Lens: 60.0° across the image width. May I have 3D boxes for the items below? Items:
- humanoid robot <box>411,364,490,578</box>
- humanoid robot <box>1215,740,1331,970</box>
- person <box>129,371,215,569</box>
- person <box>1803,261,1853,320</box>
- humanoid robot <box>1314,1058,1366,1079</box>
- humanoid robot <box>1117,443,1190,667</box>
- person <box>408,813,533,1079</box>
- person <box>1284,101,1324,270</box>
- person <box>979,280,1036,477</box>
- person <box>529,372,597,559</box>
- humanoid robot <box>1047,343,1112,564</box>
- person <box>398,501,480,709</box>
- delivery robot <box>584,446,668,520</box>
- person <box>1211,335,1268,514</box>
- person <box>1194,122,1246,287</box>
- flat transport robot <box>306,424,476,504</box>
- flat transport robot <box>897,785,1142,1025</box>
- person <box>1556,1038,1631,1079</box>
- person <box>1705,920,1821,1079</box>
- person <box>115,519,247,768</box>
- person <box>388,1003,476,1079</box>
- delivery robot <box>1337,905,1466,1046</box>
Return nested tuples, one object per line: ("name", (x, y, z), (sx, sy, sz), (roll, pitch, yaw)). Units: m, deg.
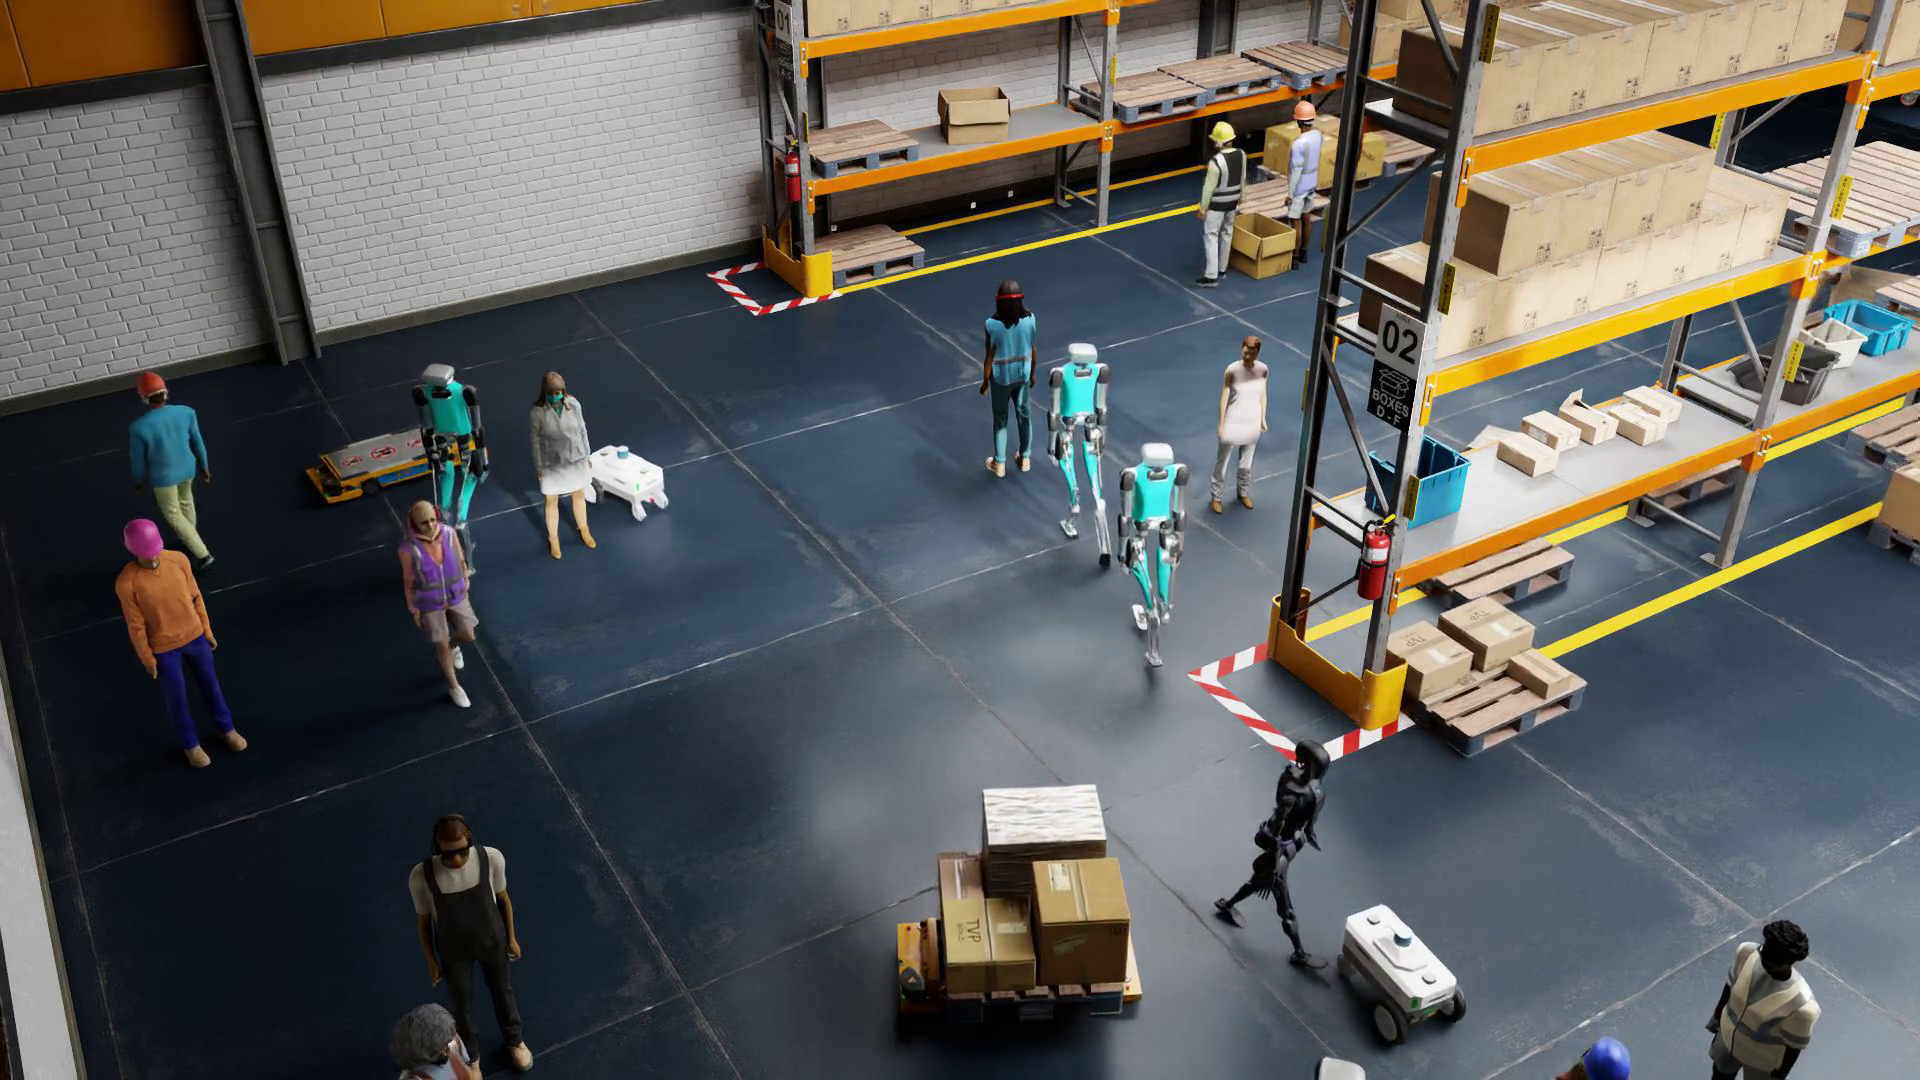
("humanoid robot", (-4.159, -0.501, 13.522), (0.550, 1.779, 0.858), (2, 32, 3))
("humanoid robot", (1.926, 1.812, 9.922), (0.820, 1.629, 0.594), (21, 38, 30))
("person", (-6.461, -0.579, 13.627), (0.724, 1.725, 0.569), (20, 37, 29))
("person", (9.170, -2.897, 17.361), (0.829, 1.684, 0.572), (-7, 33, -10))
("humanoid robot", (1.352, 3.083, 7.812), (1.056, 1.714, 0.533), (2, 32, 3))
("humanoid robot", (1.486, 0.188, 12.430), (0.537, 1.754, 1.033), (-6, 33, -10))
("person", (-2.655, 2.219, 9.062), (0.507, 1.846, 0.345), (-15, 35, -23))
("person", (3.864, -4.035, 18.954), (0.372, 1.934, 0.545), (24, 39, 33))
("person", (0.439, -1.435, 14.871), (0.529, 1.866, 0.397), (-10, 33, -16))
("person", (-3.289, -0.633, 13.779), (0.486, 1.663, 0.343), (-16, 35, -24))
("humanoid robot", (1.075, -0.646, 13.754), (0.564, 1.779, 0.973), (-10, 33, -15))
("person", (-3.789, 0.426, 12.077), (0.489, 1.679, 0.490), (-23, 39, -32))
("delivery robot", (-2.967, -0.546, 14.700), (0.815, 0.611, 0.499), (23, 39, 32))
("person", (2.437, -1.010, 14.384), (0.450, 1.657, 0.287), (-6, 33, -10))
("person", (2.954, -3.777, 18.643), (0.763, 1.836, 0.443), (-25, 40, -34))
("flat transport robot", (-5.192, -0.734, 15.254), (1.431, 0.231, 0.659), (-20, 37, -29))
("flat transport robot", (0.343, 2.520, 10.065), (1.431, 0.231, 0.659), (-2, 32, -3))
("person", (2.932, 2.963, 7.951), (0.479, 1.763, 0.548), (5, 32, 7))
("person", (4.088, 2.605, 8.592), (0.319, 1.691, 0.535), (-11, 34, -17))
("person", (-5.375, 0.692, 11.386), (0.405, 1.972, 0.518), (25, 40, 34))
("person", (-2.610, 2.896, 8.157), (0.707, 1.655, 0.481), (3, 32, 5))
("delivery robot", (2.579, 2.521, 9.781), (0.499, 0.581, 0.768), (-14, 35, -21))
